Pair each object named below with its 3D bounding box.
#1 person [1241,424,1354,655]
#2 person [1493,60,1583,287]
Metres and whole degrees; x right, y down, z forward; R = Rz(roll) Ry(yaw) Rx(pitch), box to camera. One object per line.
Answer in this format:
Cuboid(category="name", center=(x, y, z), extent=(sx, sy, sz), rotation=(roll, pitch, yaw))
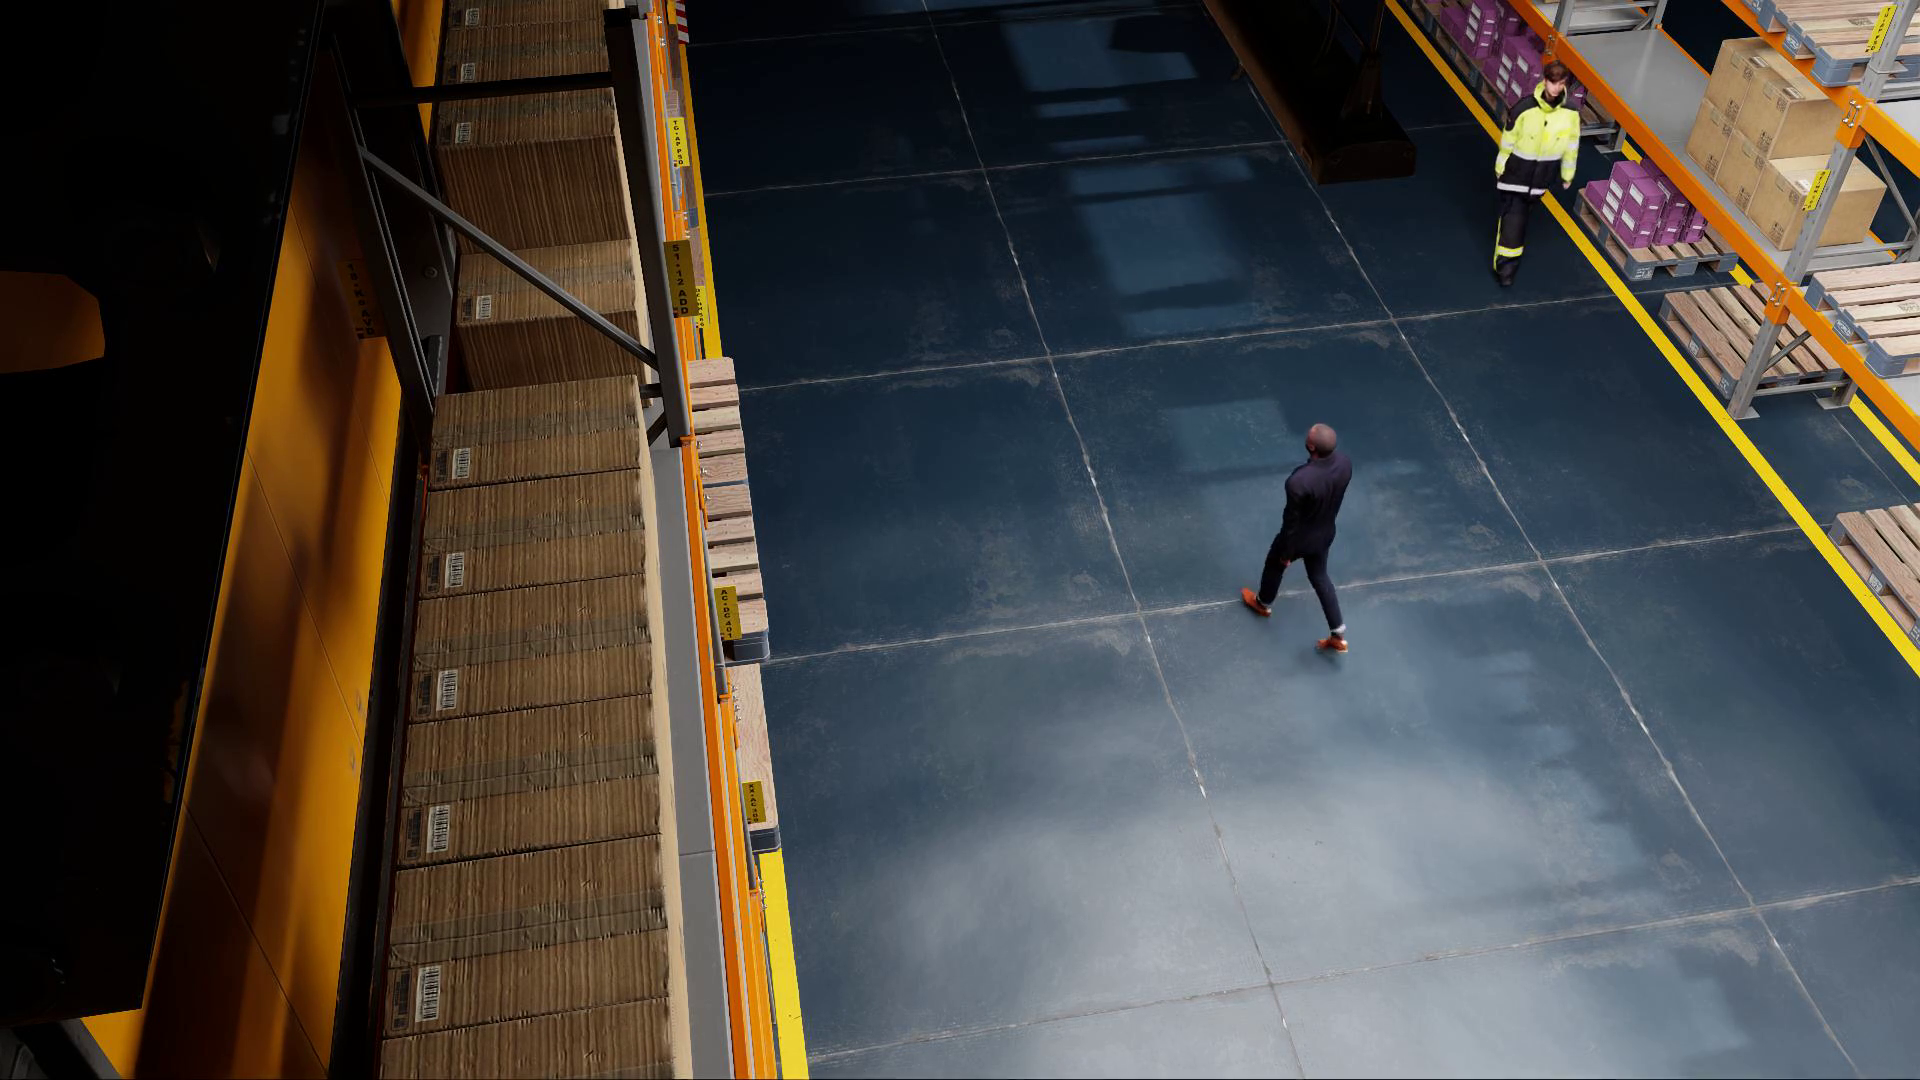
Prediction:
Cuboid(category="person", center=(2.330, 0.029, 10.891), extent=(1.019, 1.786, 1.280), rotation=(-23, 48, -23))
Cuboid(category="person", center=(4.850, -3.228, 14.194), extent=(0.828, 1.946, 1.044), rotation=(-5, 44, -5))
